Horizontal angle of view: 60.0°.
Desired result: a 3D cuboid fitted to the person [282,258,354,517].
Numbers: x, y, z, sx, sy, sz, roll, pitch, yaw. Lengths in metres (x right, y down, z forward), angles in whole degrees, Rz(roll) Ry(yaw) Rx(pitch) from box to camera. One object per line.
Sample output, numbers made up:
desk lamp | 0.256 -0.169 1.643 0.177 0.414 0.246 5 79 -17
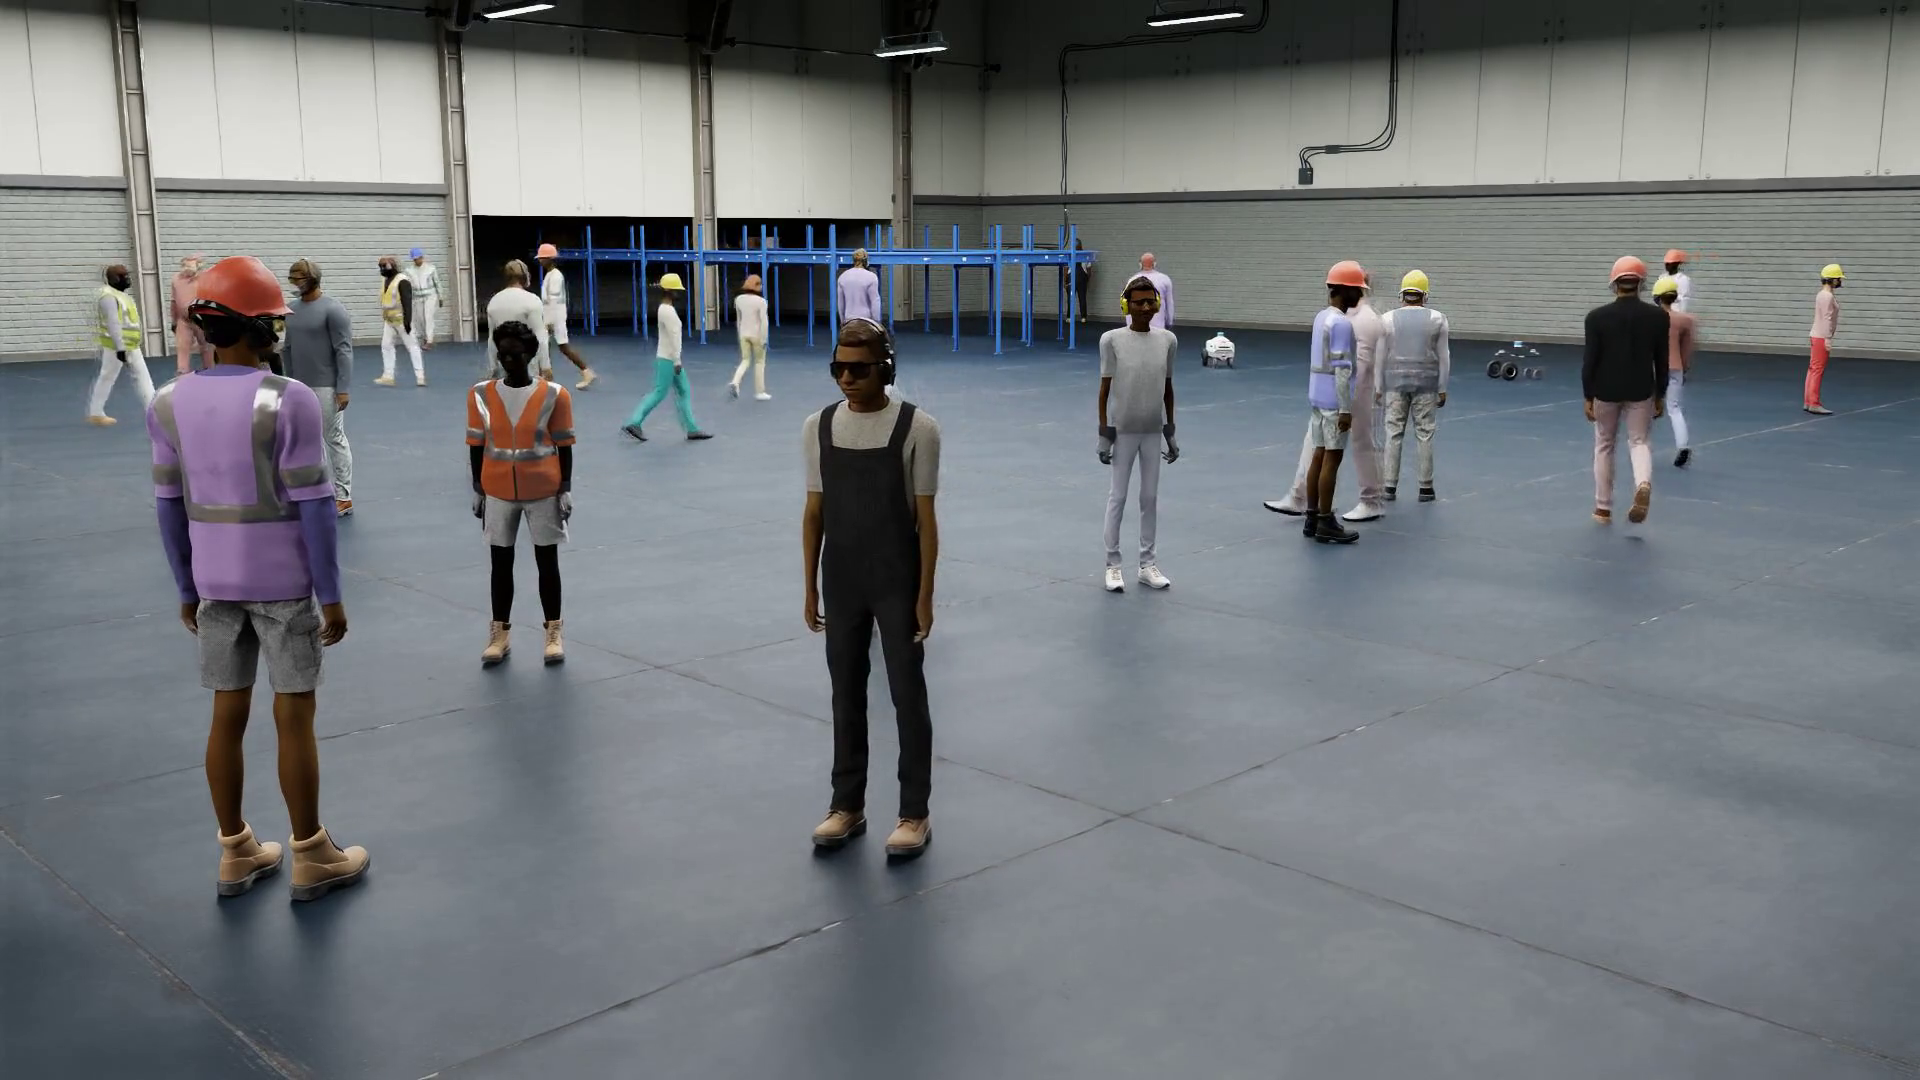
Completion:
person | -4.860 -1.149 12.573 0.636 1.936 0.355 5 12 26

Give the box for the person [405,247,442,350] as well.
person | -9.991 -4.522 31.103 0.611 1.898 0.811 0 10 -1

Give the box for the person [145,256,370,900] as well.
person | -2.238 0.129 5.318 0.605 2.045 0.377 2 11 12

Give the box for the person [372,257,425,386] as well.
person | -7.940 -3.064 23.402 0.670 1.807 0.650 9 14 40

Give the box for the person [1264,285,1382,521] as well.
person | 2.732 -1.057 12.272 0.926 1.870 0.647 -4 11 -20

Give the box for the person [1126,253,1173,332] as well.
person | 2.612 -3.035 23.036 0.644 1.874 0.857 3 11 15

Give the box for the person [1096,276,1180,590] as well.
person | 1.072 -0.638 9.975 0.530 1.871 0.323 -3 11 -17

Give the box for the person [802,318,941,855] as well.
person | -0.308 0.162 5.701 0.503 1.839 0.329 3 11 17

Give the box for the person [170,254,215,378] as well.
person | -10.438 -2.937 22.570 0.707 1.844 0.974 0 10 0

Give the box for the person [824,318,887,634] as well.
person | -0.465 -0.324 8.743 0.470 1.683 0.549 -2 11 -9

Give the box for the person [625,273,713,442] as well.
person | -3.041 -1.883 17.147 0.874 1.729 0.536 -2 11 -13

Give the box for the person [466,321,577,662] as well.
person | -2.168 -0.235 8.245 0.535 1.697 0.321 0 10 -2

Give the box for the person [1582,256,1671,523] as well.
person | 4.841 -1.068 12.082 0.616 1.971 0.762 2 11 12

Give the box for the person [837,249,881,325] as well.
person | -1.345 -2.911 22.243 0.637 1.940 0.543 6 12 30

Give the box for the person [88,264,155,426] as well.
person | -9.343 -2.174 18.574 0.946 1.794 0.642 -1 10 -7

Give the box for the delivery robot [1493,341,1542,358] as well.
delivery robot | 8.269 -2.830 24.664 0.698 0.223 0.335 -2 11 -11

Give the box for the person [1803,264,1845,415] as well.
person | 10.307 -2.393 19.827 0.318 1.769 0.522 3 11 17

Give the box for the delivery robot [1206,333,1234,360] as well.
delivery robot | 4.215 -3.119 26.953 0.477 0.478 0.707 0 10 -2

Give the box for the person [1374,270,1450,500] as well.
person | 3.625 -1.243 13.366 0.586 1.835 0.403 3 11 18

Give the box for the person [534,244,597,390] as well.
person | -5.484 -3.034 22.687 1.005 2.005 0.627 -5 11 -24

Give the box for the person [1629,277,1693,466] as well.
person | 6.567 -1.577 15.489 0.532 1.731 0.882 0 10 0

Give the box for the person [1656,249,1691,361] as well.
person | 10.379 -3.268 24.192 0.656 1.916 0.560 -3 11 -14

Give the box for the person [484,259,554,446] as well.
person | -4.076 -1.595 15.117 0.636 1.907 0.931 8 13 38

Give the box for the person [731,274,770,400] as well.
person | -2.687 -2.598 21.353 0.508 1.615 0.558 6 12 28

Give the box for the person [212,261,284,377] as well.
person | -5.522 -1.206 12.902 0.630 1.935 0.432 5 12 27

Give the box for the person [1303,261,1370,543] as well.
person | 2.628 -0.966 11.582 0.376 1.933 0.551 -1 10 -5

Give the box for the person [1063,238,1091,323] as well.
person | 2.834 -6.316 40.588 0.690 2.000 0.538 -1 10 -7
